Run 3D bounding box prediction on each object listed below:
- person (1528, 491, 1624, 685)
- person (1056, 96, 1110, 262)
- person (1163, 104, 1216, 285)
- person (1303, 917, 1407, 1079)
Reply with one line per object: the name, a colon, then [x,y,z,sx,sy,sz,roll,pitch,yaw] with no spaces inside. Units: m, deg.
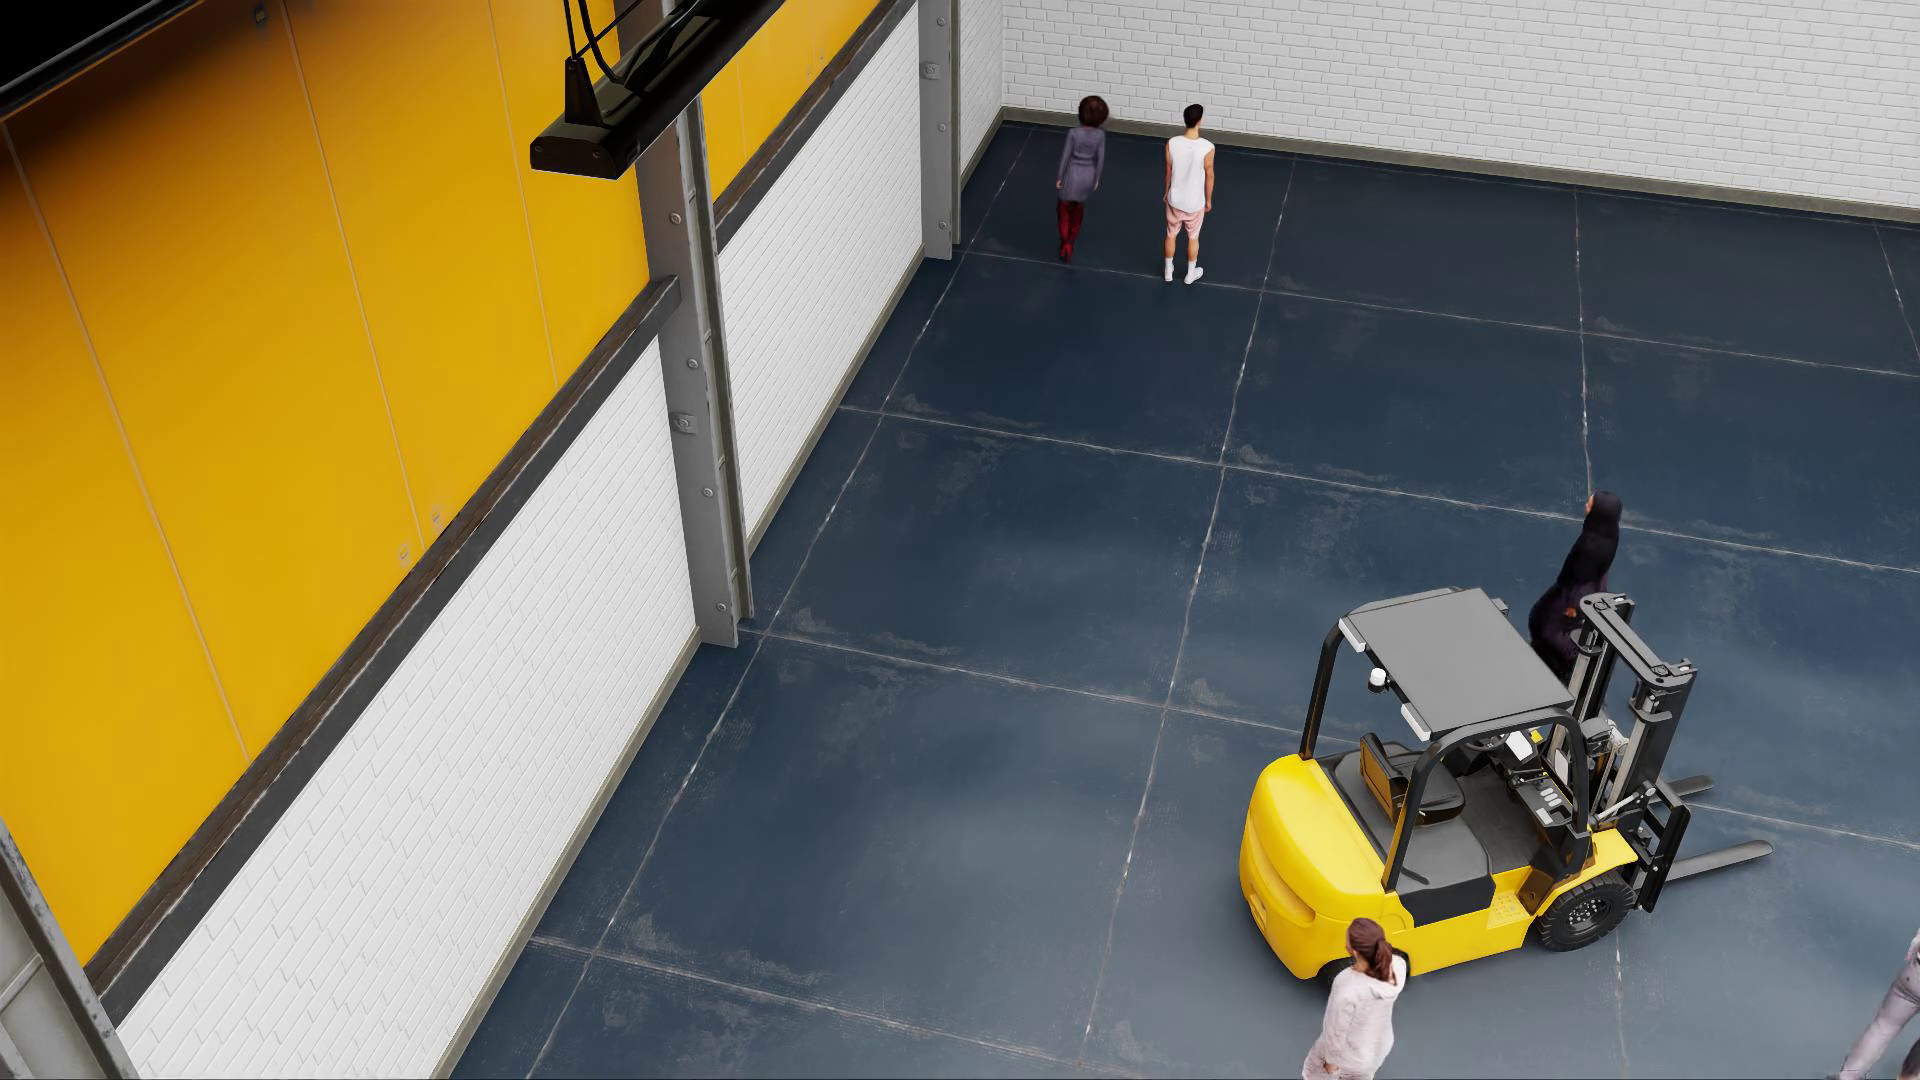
person: [4.349,0.362,11.480,0.827,1.607,0.825,25,45,28]
person: [1.186,-3.458,16.199,0.774,1.688,0.822,-9,40,-11]
person: [2.162,-3.289,15.912,0.655,1.781,0.591,13,40,16]
person: [2.109,2.632,8.583,0.775,1.675,0.835,-20,43,-23]
